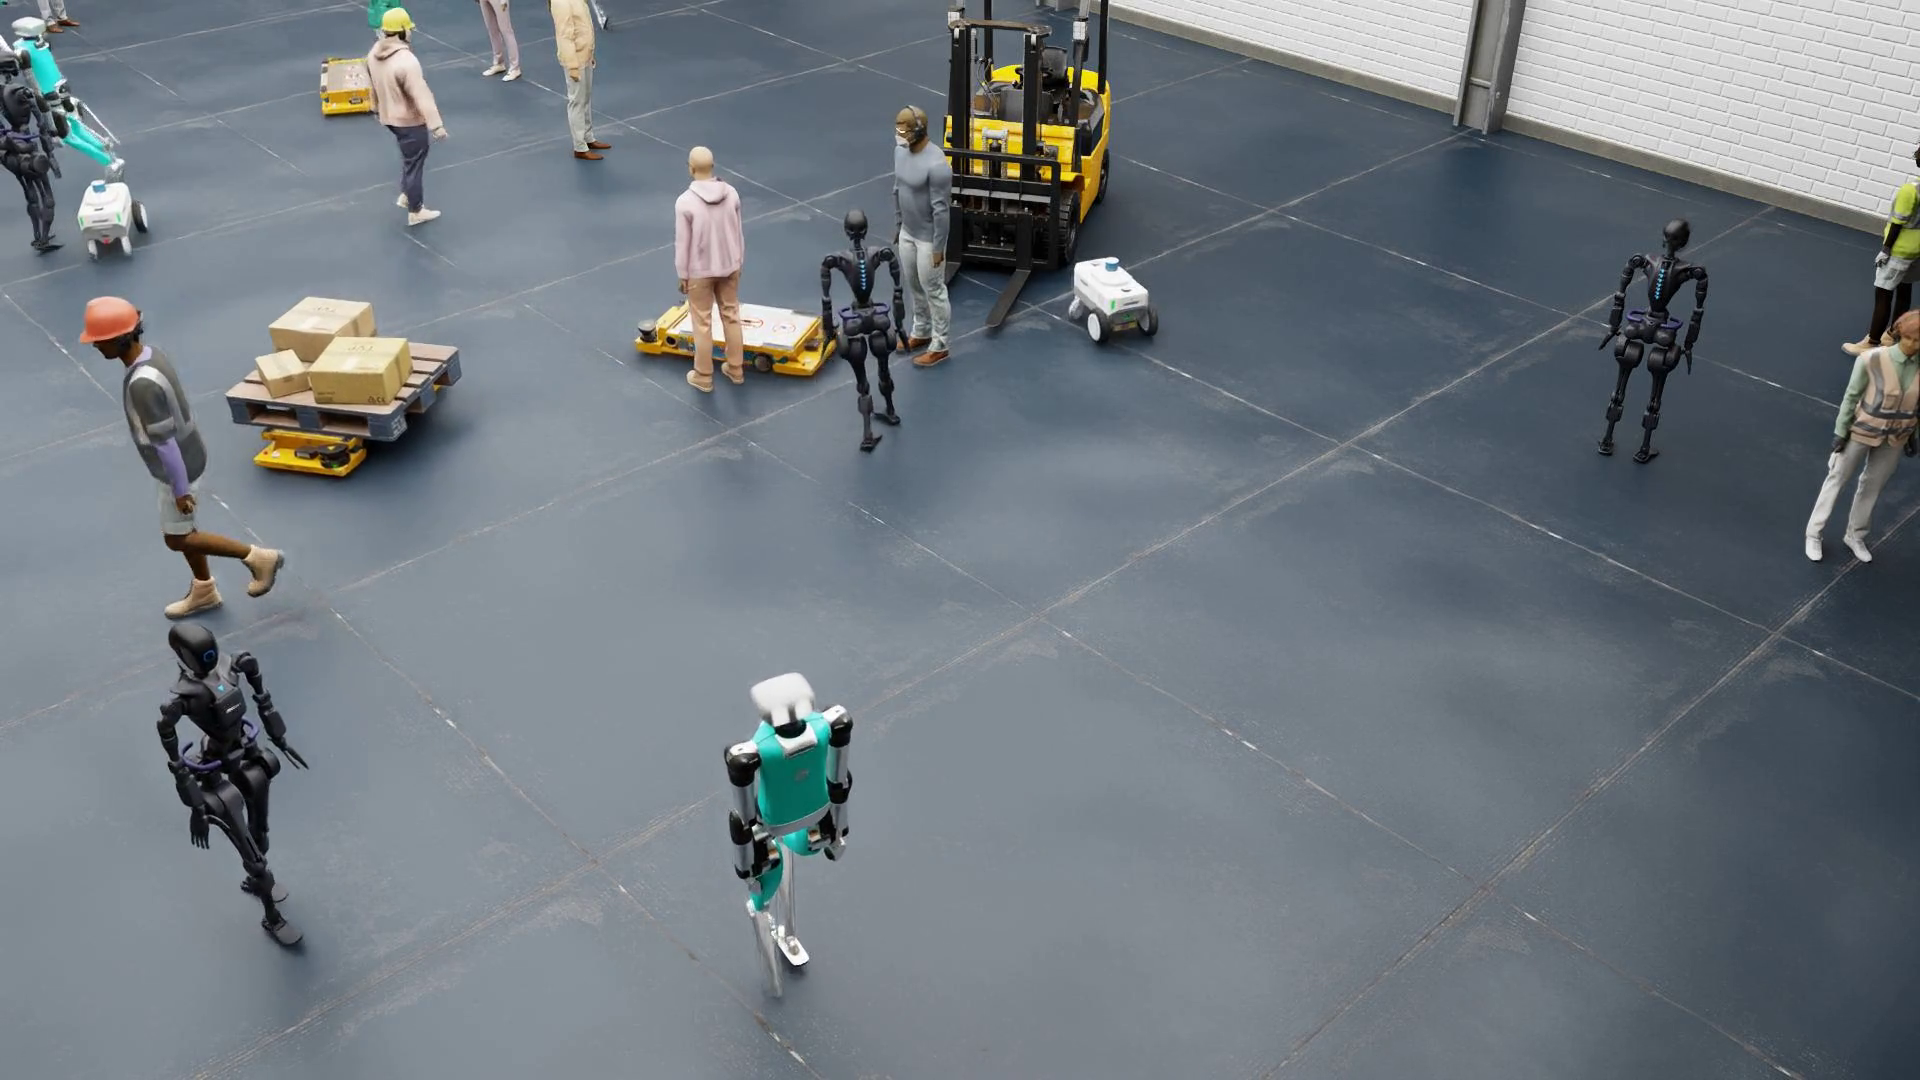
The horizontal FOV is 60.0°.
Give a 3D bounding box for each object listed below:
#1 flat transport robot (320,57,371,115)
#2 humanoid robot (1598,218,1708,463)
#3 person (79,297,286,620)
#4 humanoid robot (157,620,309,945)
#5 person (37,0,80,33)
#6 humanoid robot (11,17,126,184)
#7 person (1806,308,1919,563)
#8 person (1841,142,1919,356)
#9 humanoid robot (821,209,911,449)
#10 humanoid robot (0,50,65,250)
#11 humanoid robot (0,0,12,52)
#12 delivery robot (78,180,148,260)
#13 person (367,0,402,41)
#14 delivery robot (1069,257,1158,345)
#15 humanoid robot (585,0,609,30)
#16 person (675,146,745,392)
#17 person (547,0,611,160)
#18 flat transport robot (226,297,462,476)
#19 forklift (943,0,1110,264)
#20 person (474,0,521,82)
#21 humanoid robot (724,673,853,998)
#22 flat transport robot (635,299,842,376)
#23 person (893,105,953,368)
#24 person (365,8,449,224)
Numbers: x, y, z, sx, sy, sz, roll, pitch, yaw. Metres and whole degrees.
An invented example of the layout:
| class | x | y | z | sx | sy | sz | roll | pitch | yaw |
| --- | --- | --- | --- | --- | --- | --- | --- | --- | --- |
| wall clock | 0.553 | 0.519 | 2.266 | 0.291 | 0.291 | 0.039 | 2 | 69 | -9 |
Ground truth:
| class | x | y | z | sx | sy | sz | roll | pitch | yaw |
| --- | --- | --- | --- | --- | --- | --- | --- | --- | --- |
| flat transport robot | -6.393 | -4.819 | 17.580 | 0.659 | 0.231 | 1.431 | -9 | 34 | -14 |
| humanoid robot | 4.511 | -1.316 | 10.892 | 0.599 | 1.657 | 0.315 | 19 | 38 | 27 |
| person | -4.318 | -0.437 | 9.242 | 0.654 | 2.017 | 0.638 | -14 | 36 | -21 |
| humanoid robot | -3.158 | 1.024 | 7.320 | 0.550 | 1.642 | 0.593 | 16 | 36 | 23 |
| person | -10.661 | -6.750 | 19.277 | 0.336 | 1.651 | 0.455 | 7 | 34 | 10 |
| humanoid robot | -7.574 | -3.596 | 14.377 | 0.746 | 1.818 | 0.543 | -1 | 33 | -2 |
| person | 5.421 | -0.613 | 9.855 | 0.513 | 1.642 | 0.306 | 1 | 33 | 2 |
| person | 6.906 | -2.136 | 12.152 | 0.535 | 1.693 | 0.320 | -19 | 37 | -26 |
| humanoid robot | -0.641 | -1.421 | 11.106 | 0.611 | 1.628 | 0.532 | -9 | 34 | -14 |
| humanoid robot | -7.845 | -3.237 | 13.870 | 0.600 | 1.641 | 0.424 | 12 | 35 | 17 |
| humanoid robot | -10.727 | -5.940 | 17.986 | 0.994 | 1.776 | 0.531 | 10 | 34 | 16 |
| delivery robot | -7.264 | -2.763 | 14.175 | 0.499 | 0.614 | 0.808 | -10 | 34 | -15 |
| person | -5.691 | -5.117 | 16.591 | 0.397 | 1.849 | 0.493 | -3 | 33 | -5 |
| delivery robot | 1.157 | -1.858 | 12.773 | 0.521 | 0.601 | 0.773 | -12 | 35 | -18 |
| humanoid robot | -4.436 | -6.830 | 19.373 | 0.884 | 1.814 | 0.559 | 15 | 36 | 22 |
| person | -1.735 | -1.888 | 11.699 | 0.534 | 1.775 | 0.419 | -22 | 39 | -30 |
| person | -3.627 | -4.549 | 15.694 | 0.414 | 1.877 | 0.551 | 3 | 33 | 4 |
| flat transport robot | -4.209 | -0.891 | 11.542 | 0.659 | 0.231 | 1.431 | 7 | 34 | 11 |
| forklift | 0.570 | -3.725 | 14.138 | 1.214 | 2.155 | 2.313 | 9 | 34 | 13 |
| person | -4.998 | -5.801 | 17.719 | 0.524 | 1.765 | 0.317 | 23 | 40 | 31 |
| humanoid robot | -0.795 | 1.203 | 7.020 | 0.542 | 1.817 | 0.782 | -19 | 37 | -26 |
| flat transport robot | -1.660 | -1.543 | 12.544 | 1.431 | 0.231 | 0.659 | 10 | 34 | 15 |
| person | -0.282 | -2.204 | 12.047 | 0.383 | 1.928 | 0.632 | -20 | 38 | -28 |
| person | -4.761 | -3.626 | 14.294 | 0.799 | 1.845 | 0.490 | 27 | 42 | 35 |
